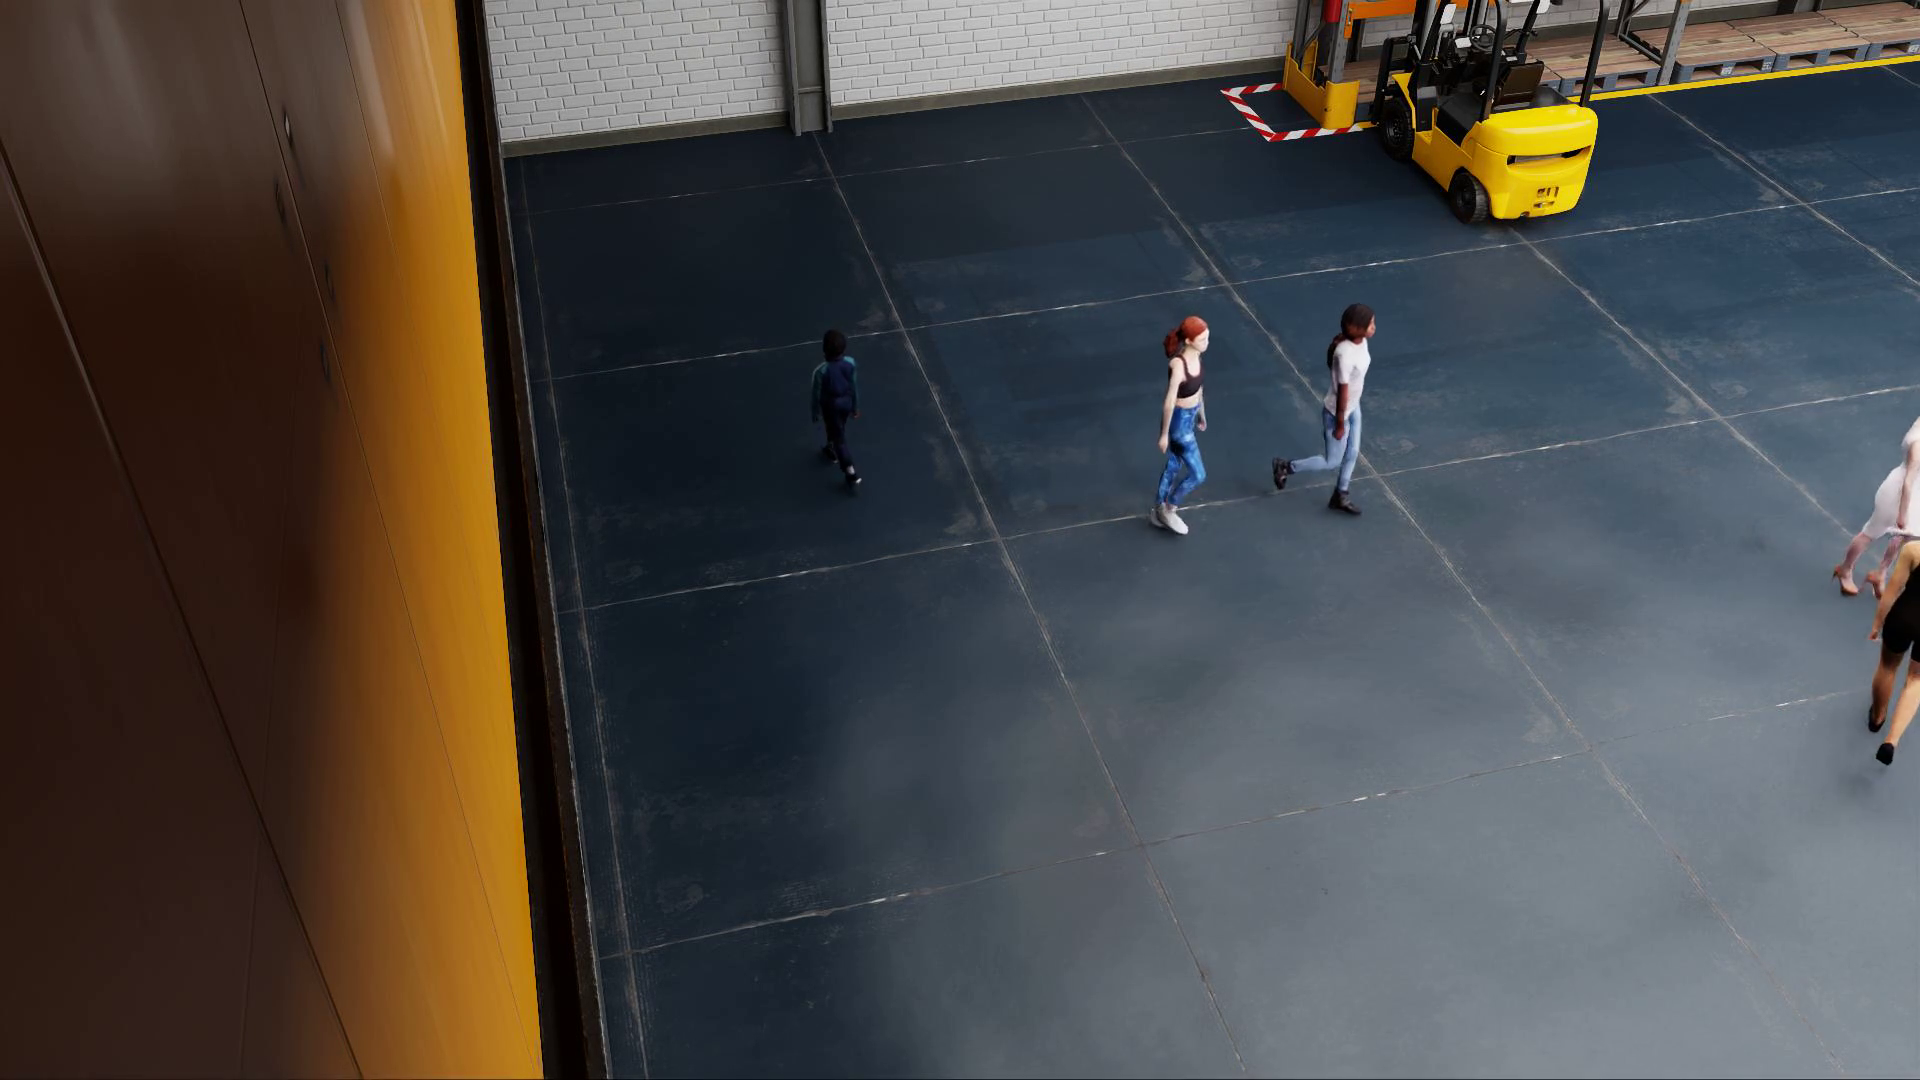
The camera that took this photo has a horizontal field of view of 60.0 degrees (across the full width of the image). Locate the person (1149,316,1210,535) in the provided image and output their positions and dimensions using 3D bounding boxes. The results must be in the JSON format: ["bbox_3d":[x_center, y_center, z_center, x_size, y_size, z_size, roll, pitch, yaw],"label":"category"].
[{"bbox_3d":[1.462,-0.804,11.656,0.793,1.773,0.732,16,41,19],"label":"person"}]

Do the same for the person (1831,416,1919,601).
[{"bbox_3d":[6.139,-0.329,11.053,0.796,1.783,0.724,32,48,33],"label":"person"}]

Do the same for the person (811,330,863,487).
[{"bbox_3d":[-0.894,-0.963,12.287,0.880,1.234,0.752,-23,44,-26],"label":"person"}]

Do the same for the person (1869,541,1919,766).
[{"bbox_3d":[5.696,0.587,9.898,1.033,1.793,1.087,21,43,24],"label":"person"}]

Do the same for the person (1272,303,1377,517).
[{"bbox_3d":[2.645,-0.925,11.863,1.013,1.704,0.952,19,43,23],"label":"person"}]
